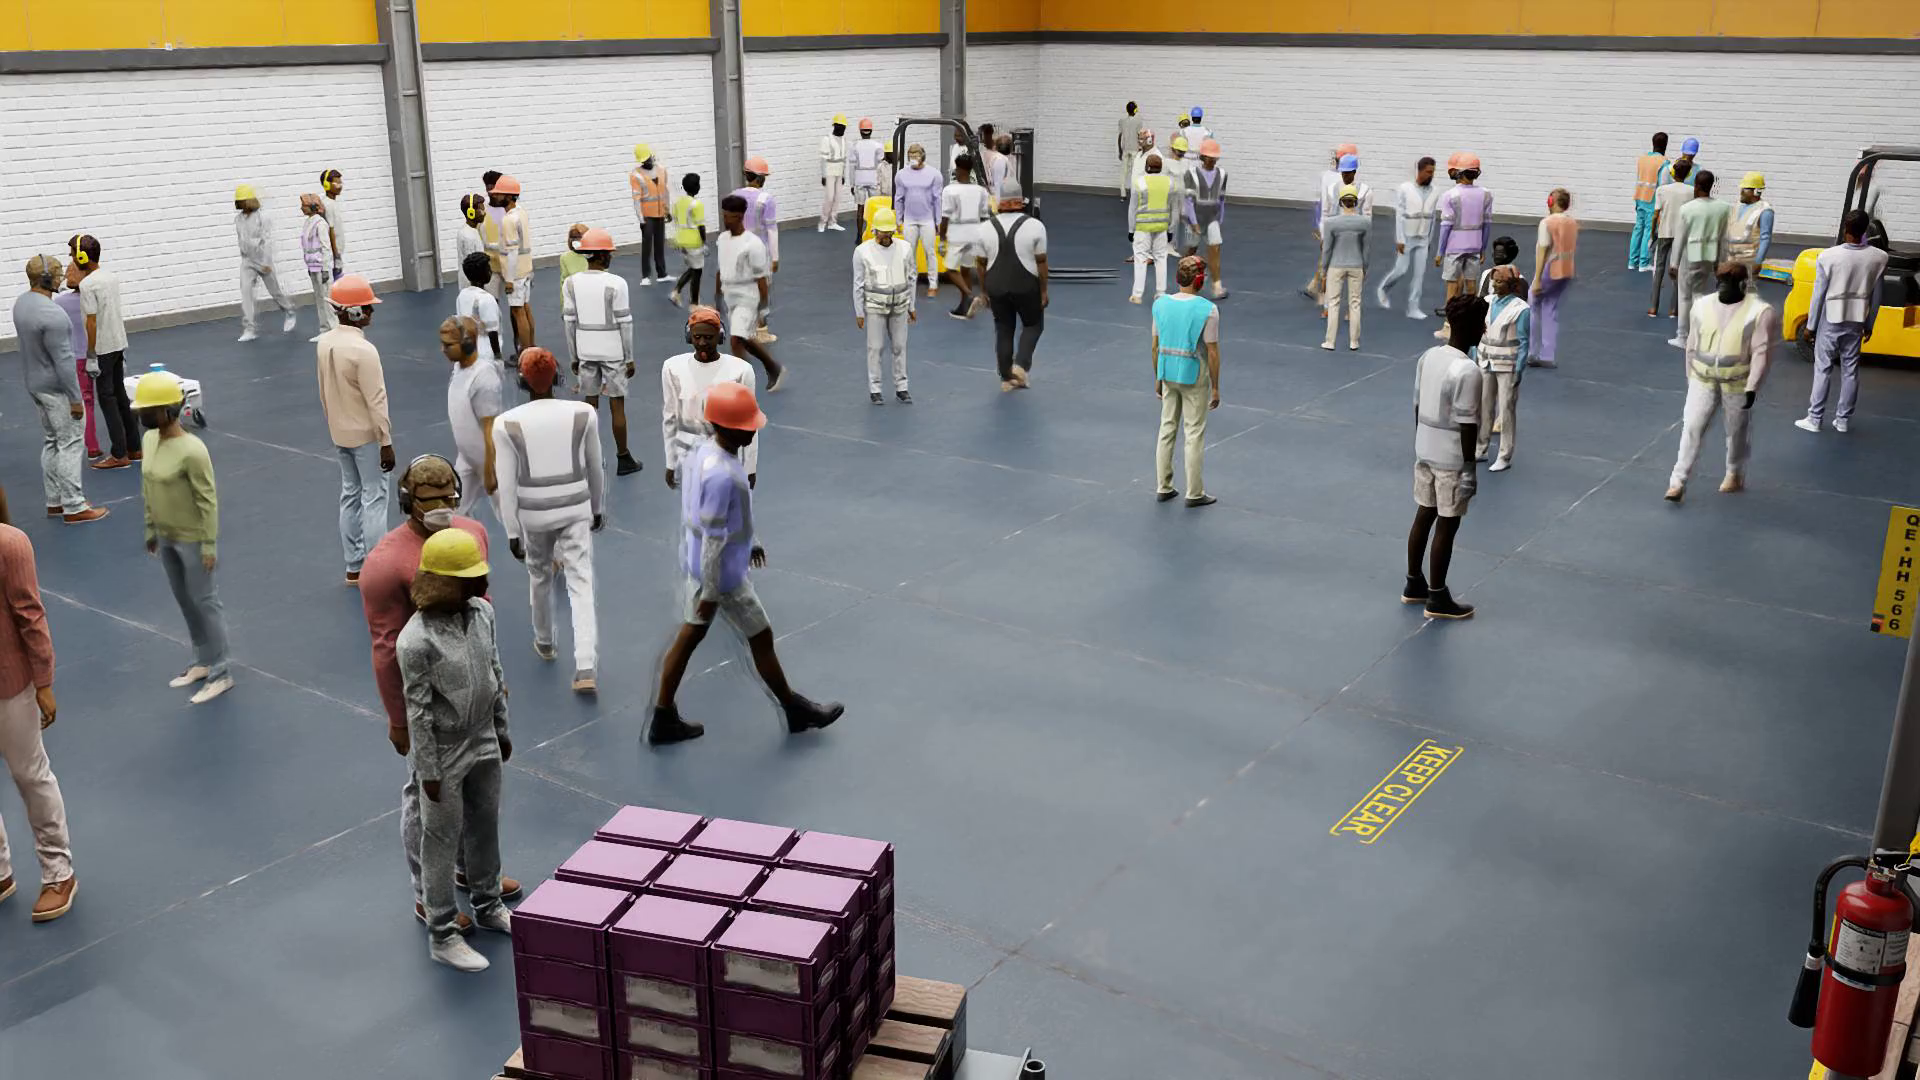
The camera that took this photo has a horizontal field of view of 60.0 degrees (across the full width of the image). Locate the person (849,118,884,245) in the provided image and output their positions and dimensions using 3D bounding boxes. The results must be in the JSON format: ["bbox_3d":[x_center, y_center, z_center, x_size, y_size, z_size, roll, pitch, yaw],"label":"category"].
[{"bbox_3d":[-1.449,-5.551,25.802,0.546,1.929,0.388,-1,18,-4],"label":"person"}]

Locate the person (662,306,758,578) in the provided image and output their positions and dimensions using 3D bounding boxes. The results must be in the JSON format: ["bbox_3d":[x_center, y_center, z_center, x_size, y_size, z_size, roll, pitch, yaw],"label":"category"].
[{"bbox_3d":[-1.496,-0.473,10.001,0.576,1.880,0.358,2,18,6],"label":"person"}]

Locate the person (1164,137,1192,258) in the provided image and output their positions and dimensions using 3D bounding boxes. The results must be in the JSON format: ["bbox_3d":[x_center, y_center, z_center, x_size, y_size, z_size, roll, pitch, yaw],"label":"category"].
[{"bbox_3d":[3.215,-5.044,24.508,0.545,1.732,0.620,-14,22,-37],"label":"person"}]

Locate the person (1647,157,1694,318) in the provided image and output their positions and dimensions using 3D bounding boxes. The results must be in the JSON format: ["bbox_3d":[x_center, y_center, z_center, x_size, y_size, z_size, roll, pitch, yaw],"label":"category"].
[{"bbox_3d":[8.450,-3.581,19.727,0.532,1.873,0.315,7,19,21],"label":"person"}]

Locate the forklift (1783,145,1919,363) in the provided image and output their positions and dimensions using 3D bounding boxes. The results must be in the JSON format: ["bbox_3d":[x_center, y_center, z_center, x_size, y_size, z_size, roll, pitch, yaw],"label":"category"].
[{"bbox_3d":[9.803,-2.879,17.013,2.313,2.155,1.214,12,21,33],"label":"forklift"}]

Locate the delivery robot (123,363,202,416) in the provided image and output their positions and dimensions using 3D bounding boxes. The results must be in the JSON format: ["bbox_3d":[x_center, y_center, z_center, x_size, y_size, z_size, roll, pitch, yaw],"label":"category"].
[{"bbox_3d":[-7.011,-1.302,14.580,0.707,0.478,0.477,8,20,24],"label":"delivery robot"}]

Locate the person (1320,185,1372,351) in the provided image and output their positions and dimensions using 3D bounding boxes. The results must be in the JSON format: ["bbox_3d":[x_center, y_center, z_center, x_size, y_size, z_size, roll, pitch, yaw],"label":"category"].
[{"bbox_3d":[4.117,-2.904,17.800,0.524,1.760,0.326,1,18,2],"label":"person"}]

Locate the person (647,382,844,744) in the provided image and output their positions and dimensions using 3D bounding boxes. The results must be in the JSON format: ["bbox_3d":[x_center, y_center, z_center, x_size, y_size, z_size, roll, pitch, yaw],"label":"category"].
[{"bbox_3d":[-1.121,0.112,8.165,0.992,1.874,0.649,-5,19,-17],"label":"person"}]

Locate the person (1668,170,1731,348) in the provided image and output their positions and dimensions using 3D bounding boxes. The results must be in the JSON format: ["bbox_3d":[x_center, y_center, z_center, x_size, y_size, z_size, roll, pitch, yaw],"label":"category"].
[{"bbox_3d":[7.900,-3.005,17.862,0.613,1.908,0.440,-4,18,-12],"label":"person"}]

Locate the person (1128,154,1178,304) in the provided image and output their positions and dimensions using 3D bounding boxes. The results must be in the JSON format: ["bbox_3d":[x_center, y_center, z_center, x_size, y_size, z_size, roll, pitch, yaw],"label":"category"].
[{"bbox_3d":[2.379,-3.873,20.713,0.624,1.833,0.429,-6,19,-17],"label":"person"}]

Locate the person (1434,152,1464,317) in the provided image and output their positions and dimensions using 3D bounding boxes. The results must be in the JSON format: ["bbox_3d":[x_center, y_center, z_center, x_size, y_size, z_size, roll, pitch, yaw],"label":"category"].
[{"bbox_3d":[5.882,-3.626,19.782,0.389,1.930,0.544,3,18,9],"label":"person"}]

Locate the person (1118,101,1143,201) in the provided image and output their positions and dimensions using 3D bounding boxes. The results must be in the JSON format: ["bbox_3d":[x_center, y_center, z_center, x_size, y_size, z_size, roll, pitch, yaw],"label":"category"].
[{"bbox_3d":[3.253,-7.402,31.703,0.545,1.869,0.395,8,19,24],"label":"person"}]

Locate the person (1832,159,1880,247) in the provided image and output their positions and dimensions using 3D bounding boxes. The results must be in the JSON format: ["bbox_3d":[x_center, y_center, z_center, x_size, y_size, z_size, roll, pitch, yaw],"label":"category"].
[{"bbox_3d":[11.483,-4.046,21.463,0.930,1.691,0.556,-5,19,-17],"label":"person"}]

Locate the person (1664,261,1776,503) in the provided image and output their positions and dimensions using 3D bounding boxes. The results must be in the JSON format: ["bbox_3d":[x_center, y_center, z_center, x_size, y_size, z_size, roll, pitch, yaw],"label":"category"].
[{"bbox_3d":[5.650,-1.169,12.328,0.624,1.793,1.000,14,23,37],"label":"person"}]

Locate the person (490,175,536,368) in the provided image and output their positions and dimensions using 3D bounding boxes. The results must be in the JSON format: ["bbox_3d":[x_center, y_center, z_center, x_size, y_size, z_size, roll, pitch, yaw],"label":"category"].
[{"bbox_3d":[-4.547,-2.736,16.973,0.343,1.942,0.552,0,18,-1],"label":"person"}]

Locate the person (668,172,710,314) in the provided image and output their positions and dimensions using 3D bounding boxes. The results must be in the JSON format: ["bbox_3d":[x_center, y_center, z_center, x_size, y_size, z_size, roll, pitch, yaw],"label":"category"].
[{"bbox_3d":[-3.228,-3.541,19.910,0.390,1.688,0.542,-13,22,-36],"label":"person"}]

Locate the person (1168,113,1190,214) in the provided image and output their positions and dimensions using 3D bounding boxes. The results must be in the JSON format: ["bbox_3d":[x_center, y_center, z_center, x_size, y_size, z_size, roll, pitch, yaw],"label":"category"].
[{"bbox_3d":[3.979,-6.728,29.762,0.532,1.758,0.345,-3,18,-9],"label":"person"}]

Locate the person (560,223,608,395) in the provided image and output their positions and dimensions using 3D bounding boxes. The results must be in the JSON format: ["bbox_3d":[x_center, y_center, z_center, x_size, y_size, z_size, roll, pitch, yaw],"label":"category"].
[{"bbox_3d":[-3.548,-2.187,15.767,0.498,1.627,0.276,5,18,15],"label":"person"}]

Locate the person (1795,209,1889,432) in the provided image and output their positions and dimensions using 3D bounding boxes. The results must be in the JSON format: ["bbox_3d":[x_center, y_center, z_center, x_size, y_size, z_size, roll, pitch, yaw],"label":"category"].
[{"bbox_3d":[7.589,-1.873,14.316,0.592,1.917,0.392,0,18,2],"label":"person"}]

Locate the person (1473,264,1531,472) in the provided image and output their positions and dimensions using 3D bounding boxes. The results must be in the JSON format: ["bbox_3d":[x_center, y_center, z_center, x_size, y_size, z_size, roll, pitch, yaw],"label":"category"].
[{"bbox_3d":[4.266,-1.364,13.170,0.314,1.639,0.517,-9,20,-27],"label":"person"}]

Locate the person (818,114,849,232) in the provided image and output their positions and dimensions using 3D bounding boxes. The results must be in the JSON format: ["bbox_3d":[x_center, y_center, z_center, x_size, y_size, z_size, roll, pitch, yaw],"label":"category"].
[{"bbox_3d":[-2.073,-6.025,27.323,0.497,1.903,0.638,11,21,30],"label":"person"}]

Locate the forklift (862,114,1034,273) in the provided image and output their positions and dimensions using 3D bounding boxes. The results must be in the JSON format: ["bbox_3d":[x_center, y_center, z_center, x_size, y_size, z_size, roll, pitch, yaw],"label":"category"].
[{"bbox_3d":[-0.171,-4.594,22.377,2.313,2.155,1.214,1,18,3],"label":"forklift"}]

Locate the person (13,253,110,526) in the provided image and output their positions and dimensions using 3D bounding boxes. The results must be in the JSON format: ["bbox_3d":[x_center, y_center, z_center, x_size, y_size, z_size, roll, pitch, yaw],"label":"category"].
[{"bbox_3d":[-6.379,-1.052,11.739,0.635,1.927,0.372,15,23,38],"label":"person"}]

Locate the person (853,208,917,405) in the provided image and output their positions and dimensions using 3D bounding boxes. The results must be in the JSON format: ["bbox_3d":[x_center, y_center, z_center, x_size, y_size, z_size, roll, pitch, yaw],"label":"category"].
[{"bbox_3d":[-0.688,-2.152,15.356,0.605,1.817,0.403,-7,19,-21],"label":"person"}]

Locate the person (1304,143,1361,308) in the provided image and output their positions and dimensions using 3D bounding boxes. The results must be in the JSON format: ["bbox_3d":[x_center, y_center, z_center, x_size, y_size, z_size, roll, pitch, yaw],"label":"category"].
[{"bbox_3d":[4.591,-3.813,20.234,0.415,2.007,0.611,-6,19,-19],"label":"person"}]

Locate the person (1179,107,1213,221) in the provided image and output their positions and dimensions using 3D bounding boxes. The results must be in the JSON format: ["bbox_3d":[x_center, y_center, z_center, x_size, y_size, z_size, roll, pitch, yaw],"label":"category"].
[{"bbox_3d":[4.047,-6.463,28.648,0.604,1.938,0.425,4,18,11],"label":"person"}]

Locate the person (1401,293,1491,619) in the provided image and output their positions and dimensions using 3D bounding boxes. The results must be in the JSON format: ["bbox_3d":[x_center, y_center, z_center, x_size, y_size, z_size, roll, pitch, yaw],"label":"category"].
[{"bbox_3d":[2.924,-0.507,9.962,0.361,1.963,0.612,-4,18,-12],"label":"person"}]

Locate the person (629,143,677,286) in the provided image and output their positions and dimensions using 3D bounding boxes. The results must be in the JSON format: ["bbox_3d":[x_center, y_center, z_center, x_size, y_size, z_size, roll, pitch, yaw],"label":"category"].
[{"bbox_3d":[-4.030,-4.320,22.050,0.382,1.877,0.740,14,22,37],"label":"person"}]

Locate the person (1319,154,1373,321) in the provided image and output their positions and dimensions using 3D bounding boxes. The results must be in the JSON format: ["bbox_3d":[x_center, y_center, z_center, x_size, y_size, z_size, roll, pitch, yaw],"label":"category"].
[{"bbox_3d":[4.509,-3.537,19.489,0.610,1.939,0.417,10,20,29],"label":"person"}]

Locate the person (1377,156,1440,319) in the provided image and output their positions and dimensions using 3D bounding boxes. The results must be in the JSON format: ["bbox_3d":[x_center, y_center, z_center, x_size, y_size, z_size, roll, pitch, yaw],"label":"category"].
[{"bbox_3d":[5.341,-3.596,19.742,0.599,1.897,0.652,-6,19,-19],"label":"person"}]
